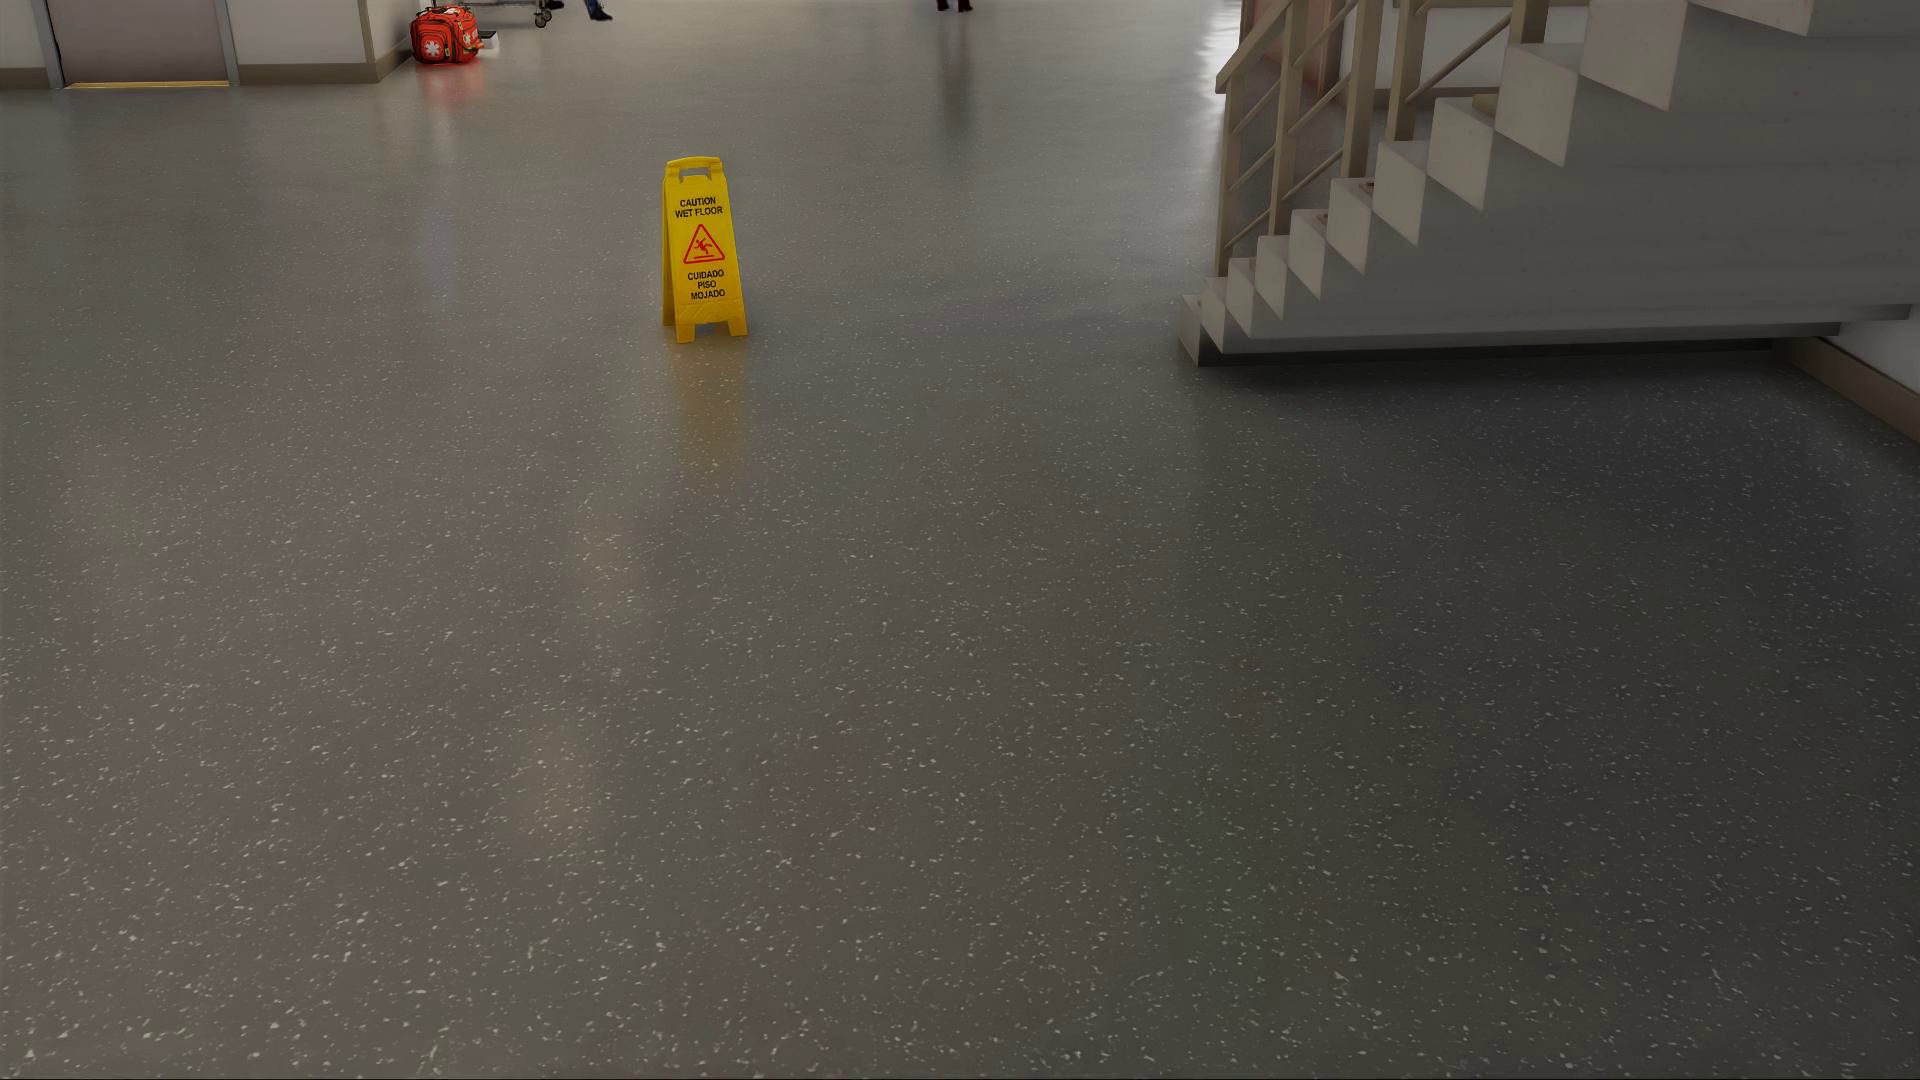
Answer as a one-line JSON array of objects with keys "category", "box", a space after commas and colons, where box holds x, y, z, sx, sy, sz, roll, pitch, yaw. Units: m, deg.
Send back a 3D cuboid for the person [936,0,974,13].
[{"category": "person", "box": [-0.053, -6.027, 16.134, 0.656, 1.706, 0.679, 13, 29, 25]}]
